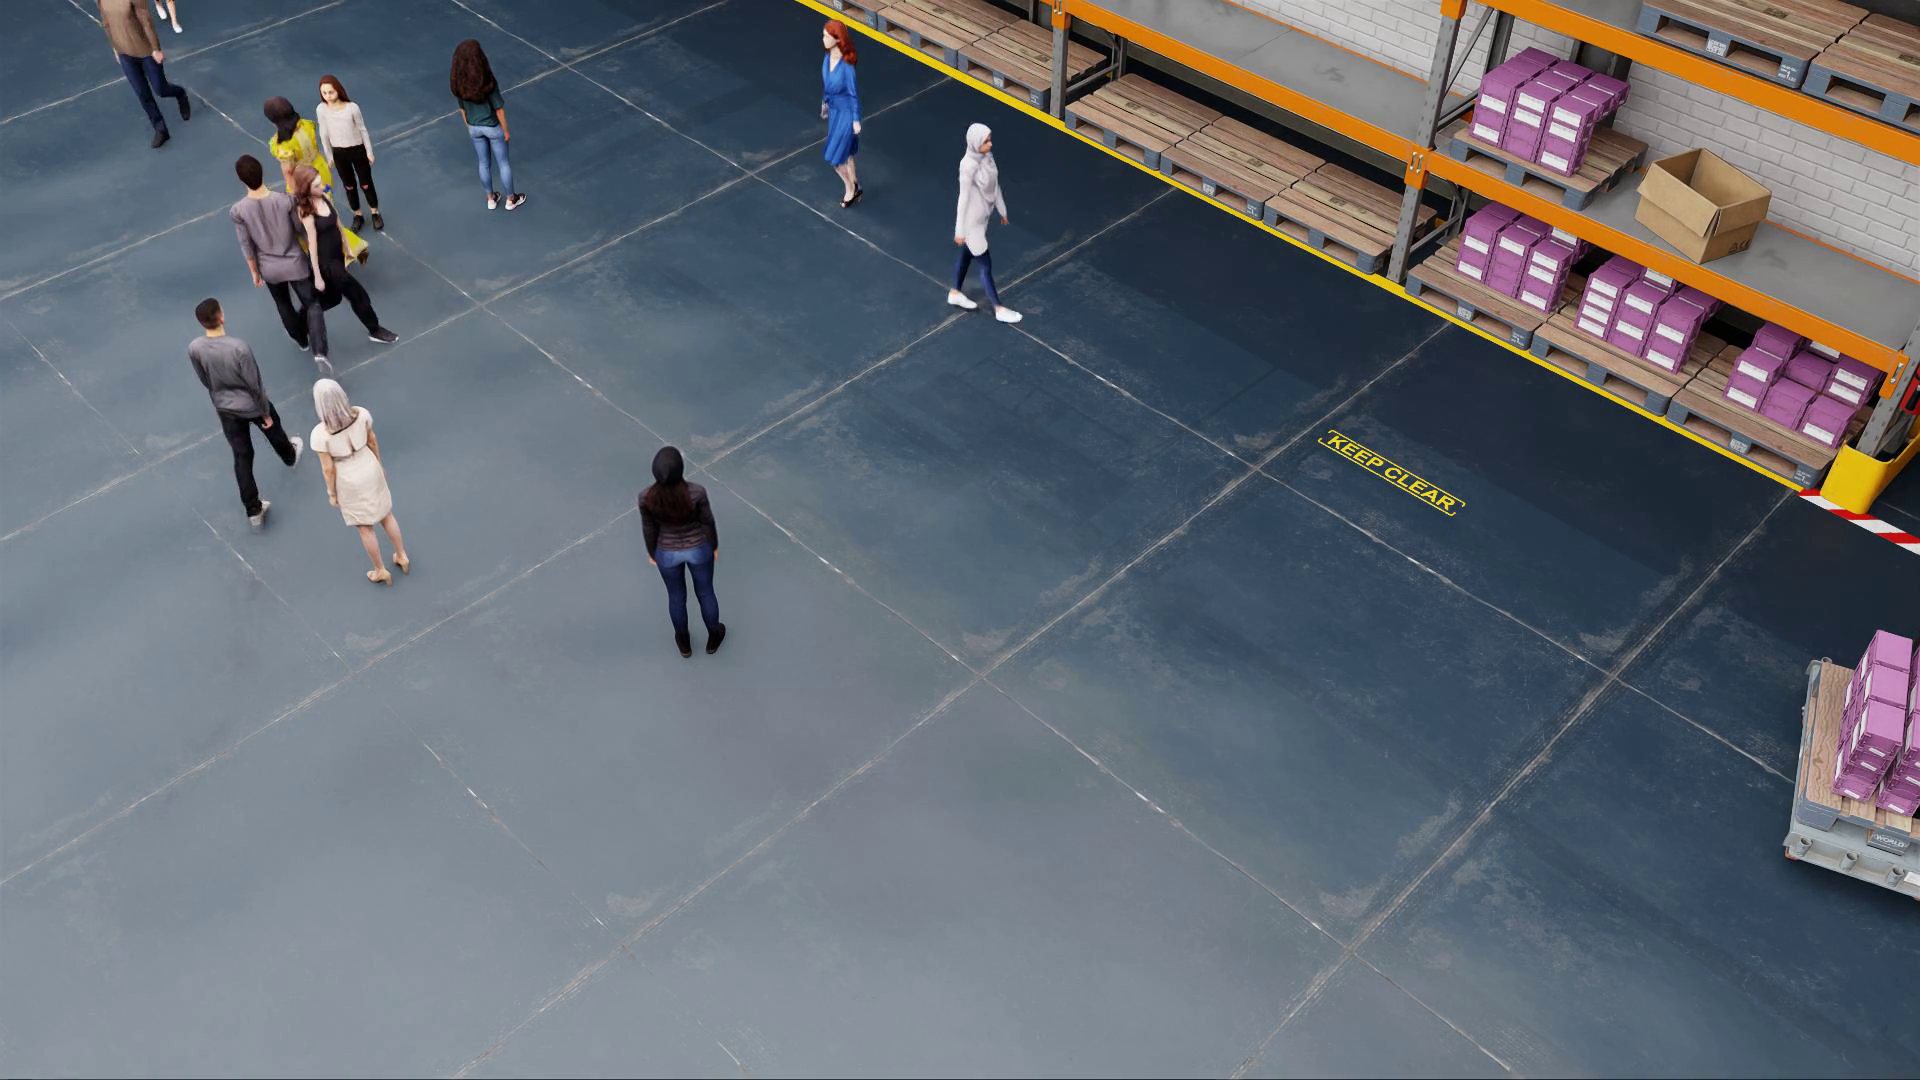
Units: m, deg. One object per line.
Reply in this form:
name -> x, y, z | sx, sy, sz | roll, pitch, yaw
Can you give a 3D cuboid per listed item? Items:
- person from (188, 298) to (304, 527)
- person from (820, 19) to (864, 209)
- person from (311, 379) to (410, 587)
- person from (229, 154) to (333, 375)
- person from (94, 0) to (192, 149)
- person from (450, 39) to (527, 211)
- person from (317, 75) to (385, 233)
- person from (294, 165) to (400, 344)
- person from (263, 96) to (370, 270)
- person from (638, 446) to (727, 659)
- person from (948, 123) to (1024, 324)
person -> -5.116, -0.884, 11.802 | 1.128, 1.714, 1.194 | 0, 44, 0
person -> -0.956, -3.758, 14.746 | 0.777, 1.815, 0.680 | -21, 48, -21
person -> -4.064, -0.386, 11.264 | 0.554, 1.736, 0.602 | 32, 52, 29
person -> -5.283, -2.117, 13.017 | 0.964, 1.823, 1.177 | -15, 46, -15
person -> -7.712, -4.657, 15.646 | 0.977, 1.874, 1.013 | 4, 44, 4
person -> -4.224, -3.690, 14.818 | 0.694, 1.617, 0.772 | 7, 44, 7
person -> -5.365, -3.411, 14.622 | 0.617, 1.484, 0.637 | -8, 44, -8
person -> -5.103, -2.220, 13.213 | 1.171, 1.702, 1.077 | 0, 44, 0
person -> -5.426, -2.965, 14.045 | 1.293, 1.633, 1.115 | 11, 45, 12
person -> -1.789, 0.083, 10.765 | 0.715, 1.746, 0.757 | -4, 44, -5
person -> 0.048, -2.618, 13.596 | 1.054, 1.752, 0.829 | 20, 47, 19
